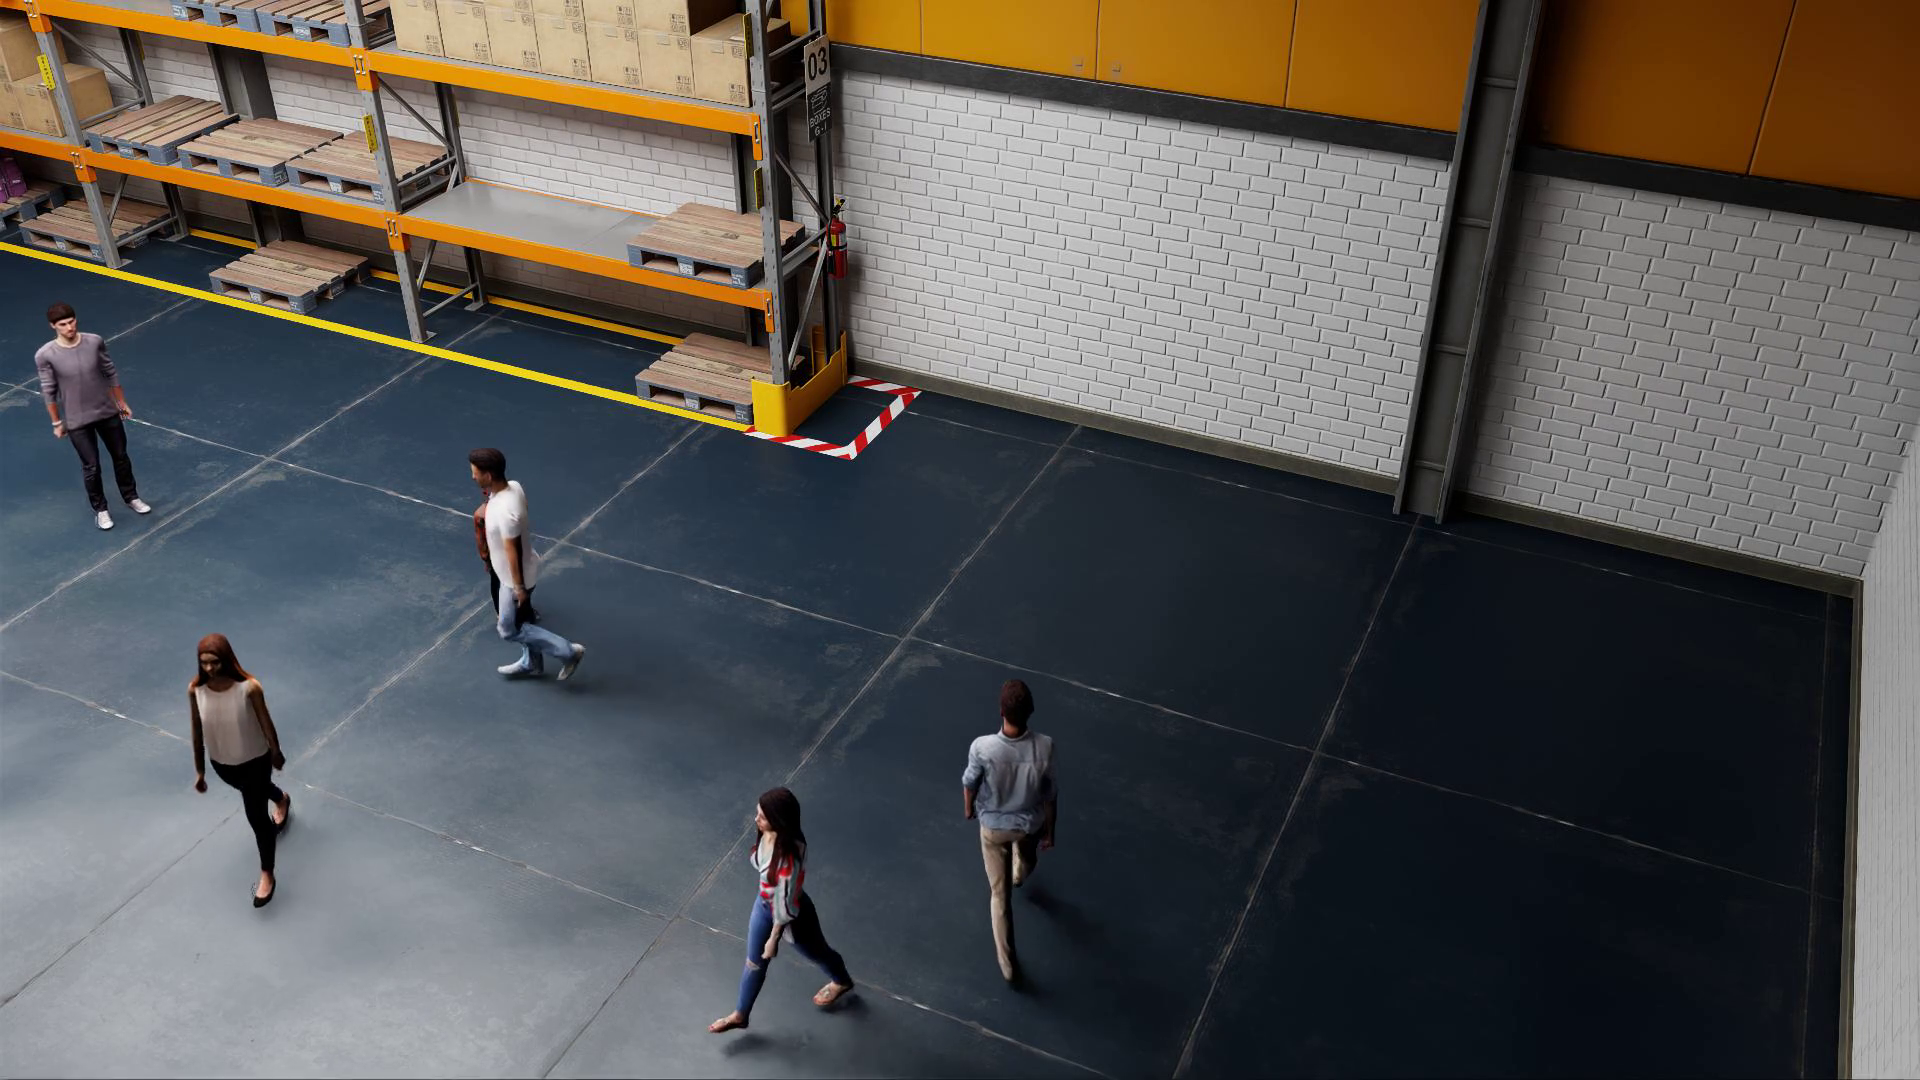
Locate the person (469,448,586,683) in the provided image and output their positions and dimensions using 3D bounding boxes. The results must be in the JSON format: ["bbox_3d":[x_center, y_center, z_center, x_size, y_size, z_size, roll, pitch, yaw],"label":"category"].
[{"bbox_3d":[-2.860,0.201,11.041,1.013,1.838,0.912,-3,34,-4],"label":"person"}]

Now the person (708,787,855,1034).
[{"bbox_3d":[-0.829,1.926,8.690,0.991,1.568,1.083,-21,39,-29],"label":"person"}]

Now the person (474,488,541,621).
[{"bbox_3d":[-3.235,0.055,11.790,0.580,1.252,0.590,-24,40,-31],"label":"person"}]

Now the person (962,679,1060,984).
[{"bbox_3d":[0.281,1.609,8.956,1.222,1.801,1.112,-3,34,-4],"label":"person"}]

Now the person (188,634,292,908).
[{"bbox_3d":[-4.157,1.207,9.666,1.120,1.685,0.939,1,34,2],"label":"person"}]

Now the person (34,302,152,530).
[{"bbox_3d":[-6.727,-0.993,12.828,0.655,1.849,0.770,26,41,33],"label":"person"}]
